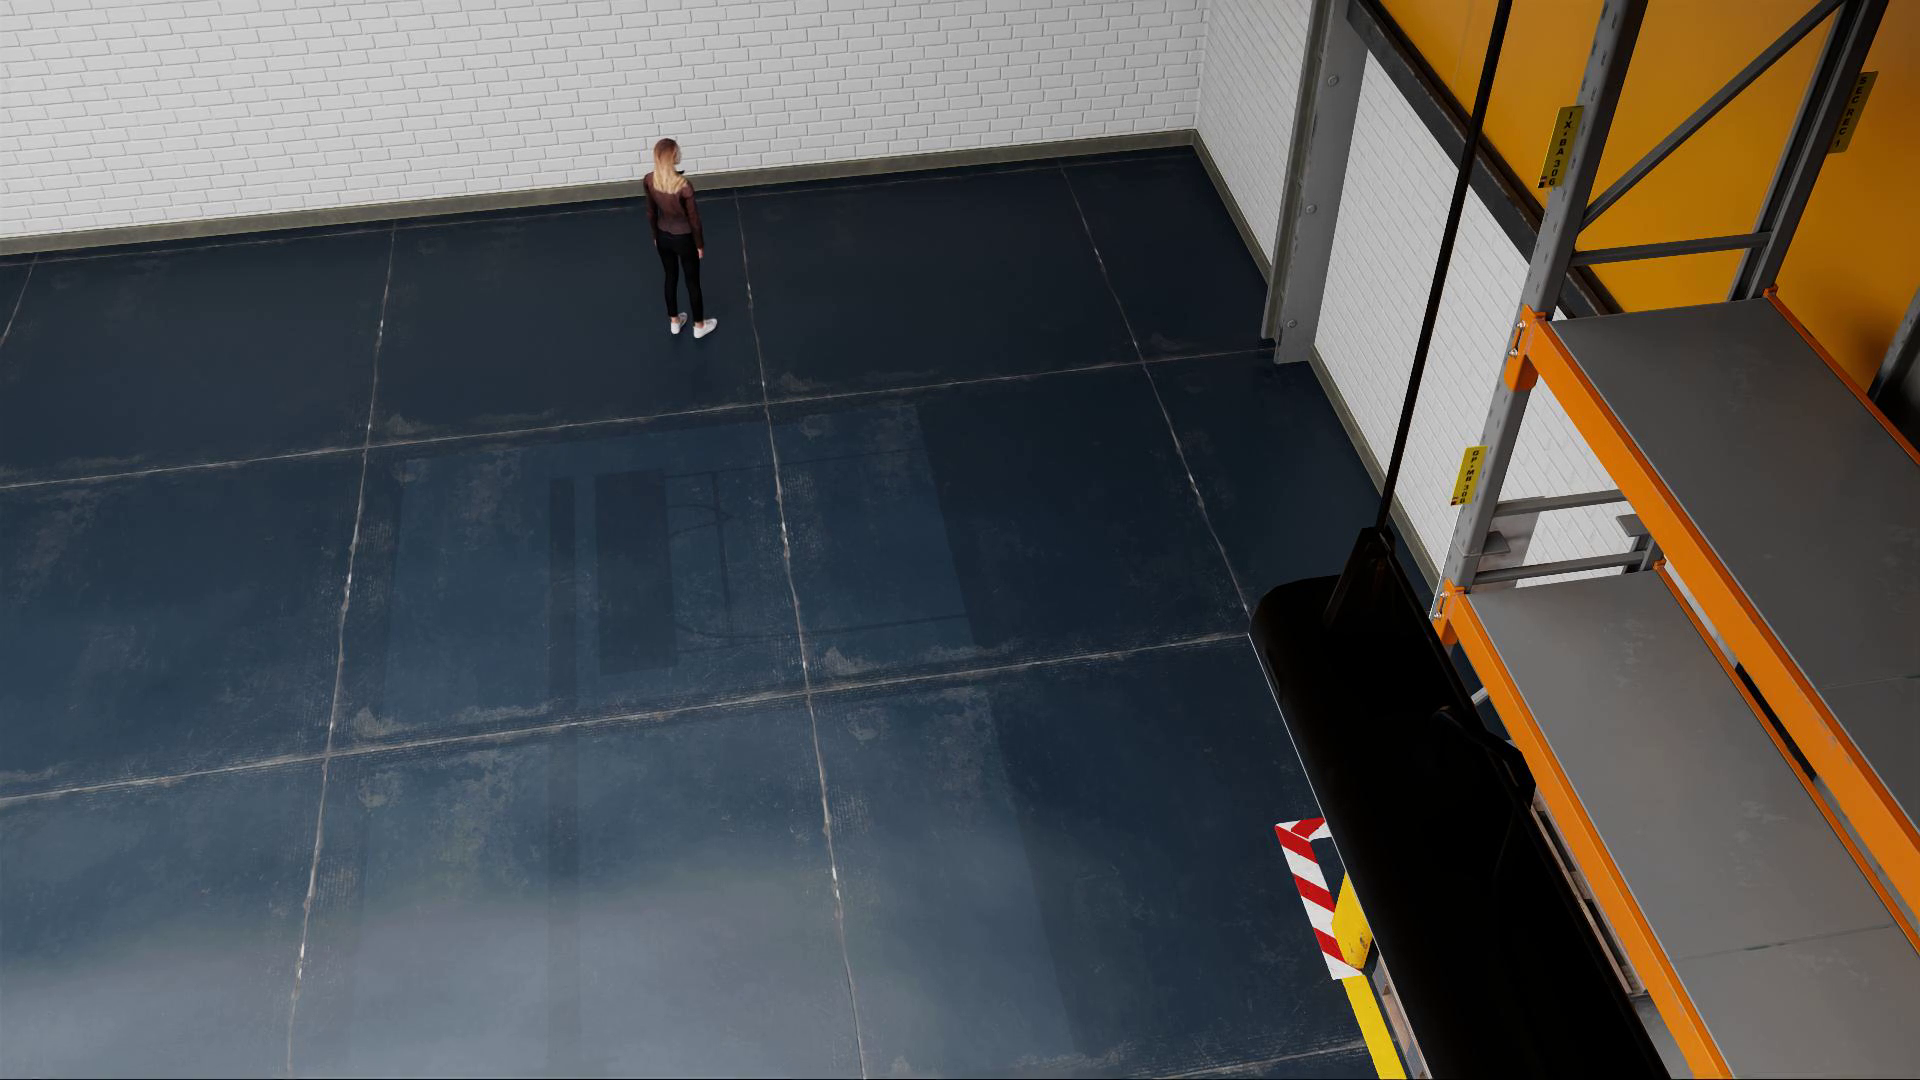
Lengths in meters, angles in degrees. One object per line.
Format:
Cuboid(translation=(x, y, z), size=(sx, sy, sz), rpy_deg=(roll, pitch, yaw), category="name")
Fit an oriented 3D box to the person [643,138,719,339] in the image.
Cuboid(translation=(-2.205, -2.336, 12.954), size=(0.672, 1.702, 0.687), rpy_deg=(17, 46, 17), category="person")
